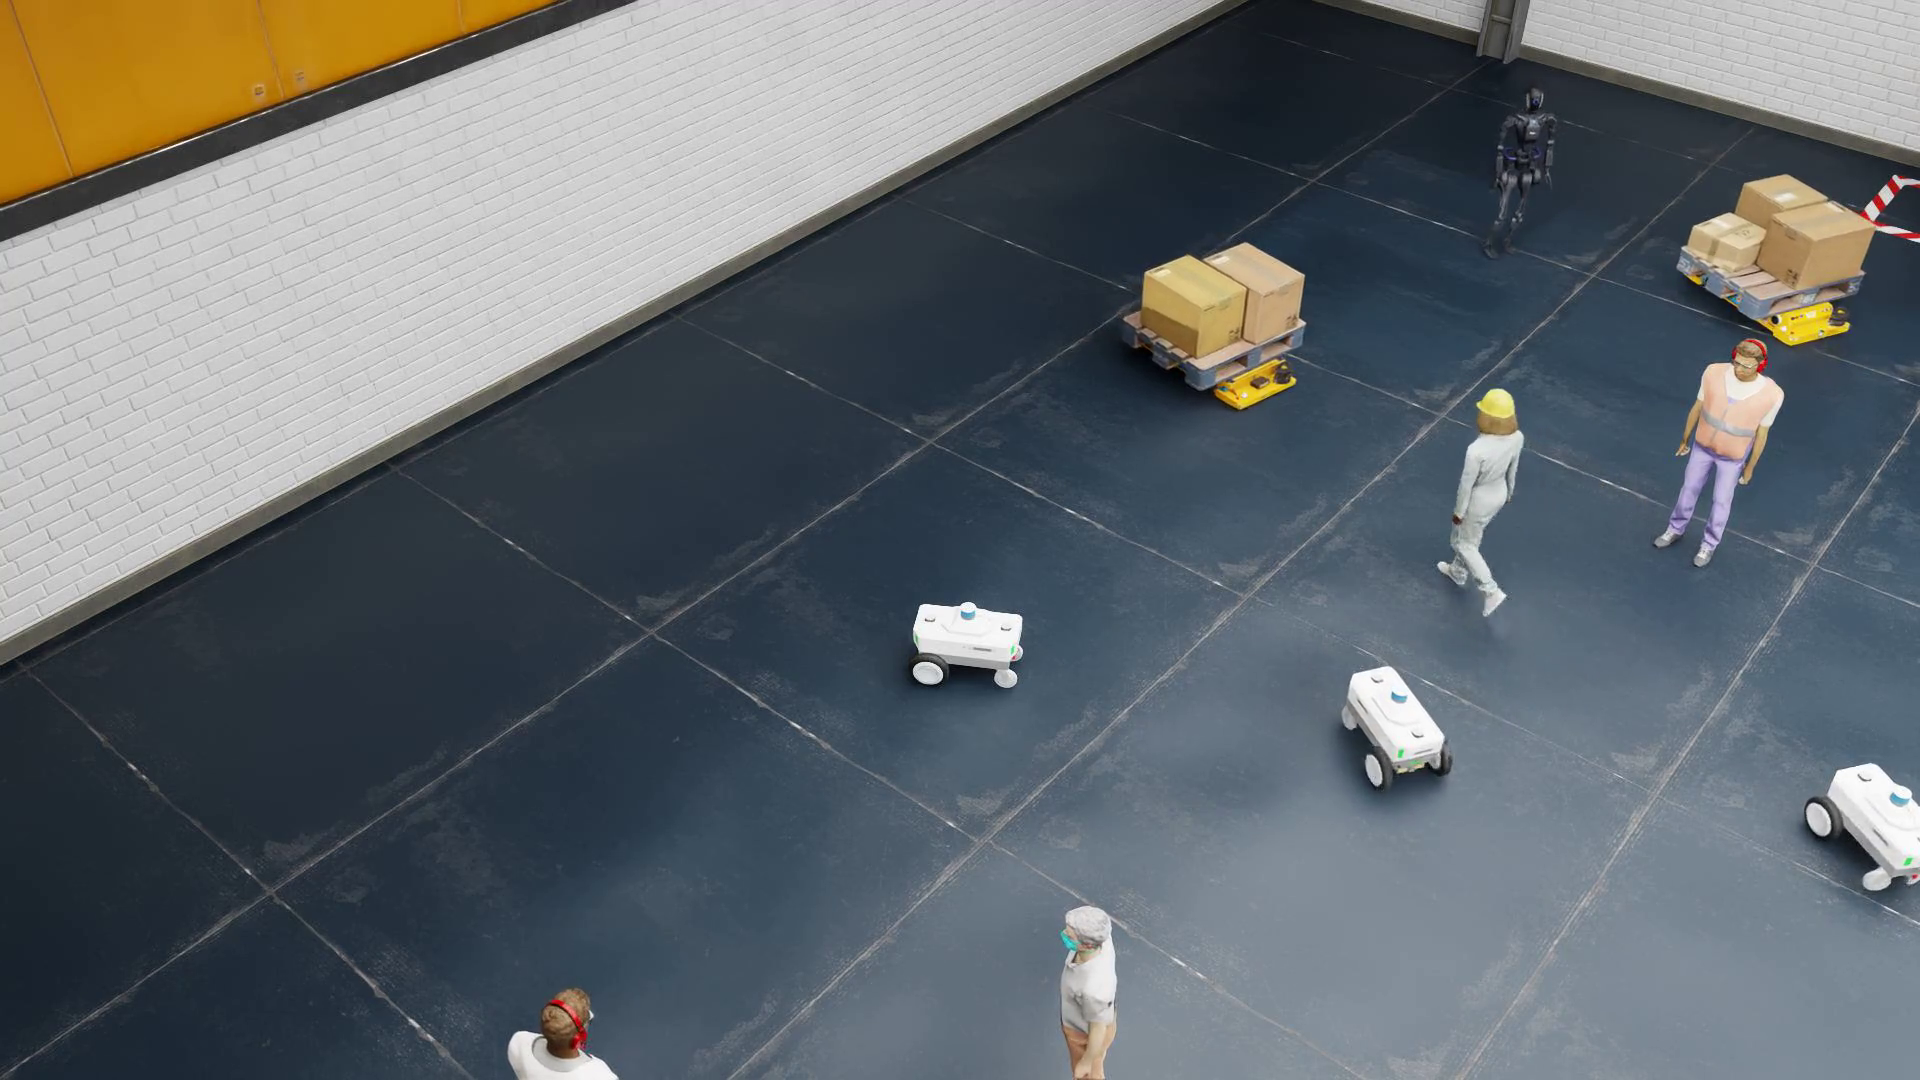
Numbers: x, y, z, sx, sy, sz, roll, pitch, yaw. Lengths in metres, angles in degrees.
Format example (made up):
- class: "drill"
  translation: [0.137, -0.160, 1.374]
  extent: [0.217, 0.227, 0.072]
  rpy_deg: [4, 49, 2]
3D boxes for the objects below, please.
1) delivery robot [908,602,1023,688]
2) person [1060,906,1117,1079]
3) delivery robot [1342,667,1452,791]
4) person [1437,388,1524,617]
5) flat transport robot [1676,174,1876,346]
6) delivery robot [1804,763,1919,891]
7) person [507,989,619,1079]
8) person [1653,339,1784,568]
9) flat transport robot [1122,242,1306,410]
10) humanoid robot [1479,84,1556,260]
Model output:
- class: "delivery robot"
  translation: [0.031, 0.679, 11.225]
  extent: [0.794, 0.606, 0.499]
  rpy_deg: [6, 39, 8]
- class: "person"
  translation: [0.605, 2.376, 8.158]
  extent: [0.323, 1.748, 0.481]
  rpy_deg: [0, 39, 0]
- class: "delivery robot"
  translation: [2.773, 1.197, 10.587]
  extent: [0.499, 0.614, 0.790]
  rpy_deg: [-11, 40, -13]
- class: "person"
  translation: [3.637, -0.257, 11.447]
  extent: [0.497, 1.715, 0.665]
  rpy_deg: [-19, 43, -22]
- class: "flat transport robot"
  translation: [7.275, -2.240, 15.067]
  extent: [0.659, 0.231, 1.431]
  rpy_deg: [-14, 41, -17]
- class: "delivery robot"
  translation: [5.511, 1.694, 9.953]
  extent: [0.518, 0.592, 0.763]
  rpy_deg: [-10, 40, -12]
- class: "person"
  translation: [-1.744, 2.731, 7.652]
  extent: [0.570, 1.833, 0.399]
  rpy_deg: [16, 42, 19]
- class: "person"
  translation: [5.422, -0.652, 11.847]
  extent: [0.562, 1.840, 0.376]
  rpy_deg: [32, 49, 33]
- class: "flat transport robot"
  translation: [2.146, -1.605, 14.279]
  extent: [0.659, 0.231, 1.431]
  rpy_deg: [-25, 45, -28]
- class: "humanoid robot"
  translation: [5.213, -3.395, 15.378]
  extent: [0.604, 1.654, 0.404]
  rpy_deg: [-4, 39, -5]
